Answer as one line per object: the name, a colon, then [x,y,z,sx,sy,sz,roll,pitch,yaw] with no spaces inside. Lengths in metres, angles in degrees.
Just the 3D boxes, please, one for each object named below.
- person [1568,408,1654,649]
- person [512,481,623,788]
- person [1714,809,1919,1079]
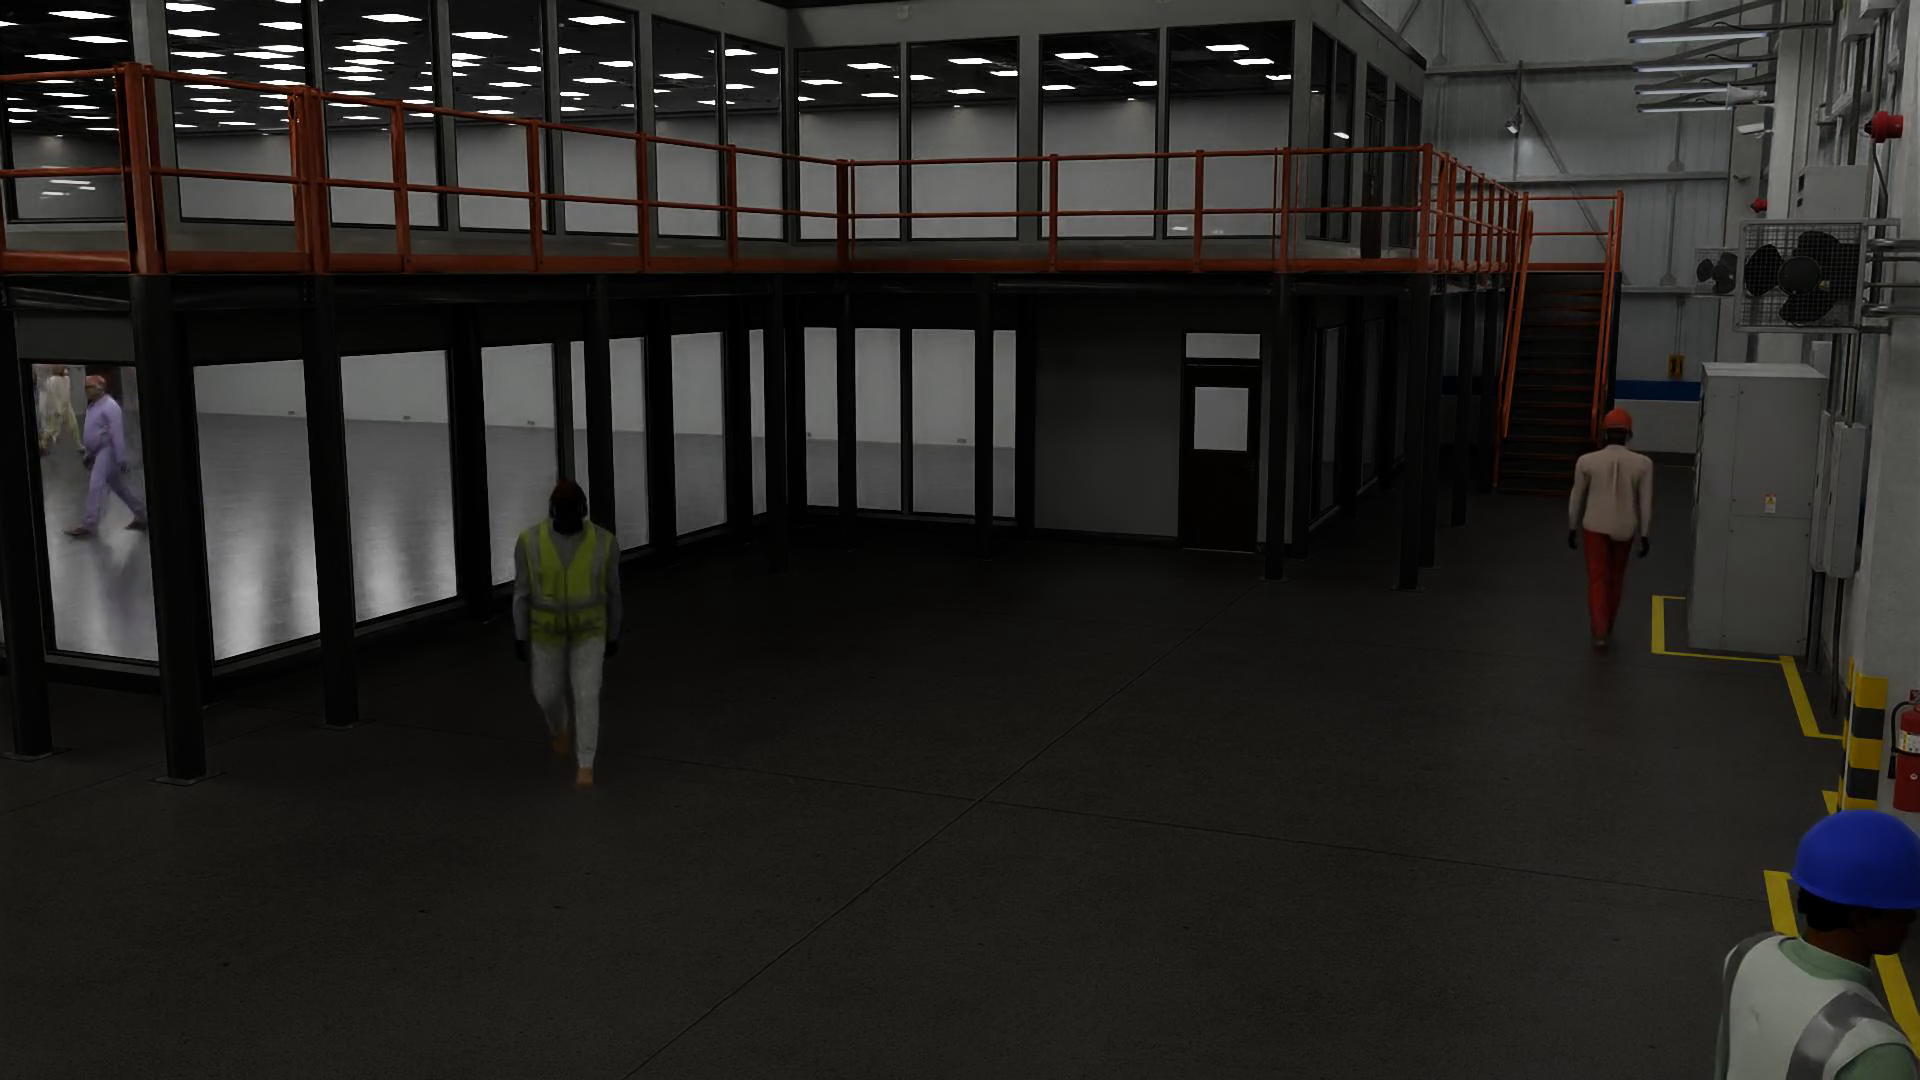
person: [5.302,-0.103,13.587,0.626,1.951,1.003,3,10,16]
person: [-2.339,0.541,9.968,0.646,1.828,0.577,-2,9,-10]
person: [1.840,1.517,3.581,0.395,1.945,0.618,0,9,-1]
